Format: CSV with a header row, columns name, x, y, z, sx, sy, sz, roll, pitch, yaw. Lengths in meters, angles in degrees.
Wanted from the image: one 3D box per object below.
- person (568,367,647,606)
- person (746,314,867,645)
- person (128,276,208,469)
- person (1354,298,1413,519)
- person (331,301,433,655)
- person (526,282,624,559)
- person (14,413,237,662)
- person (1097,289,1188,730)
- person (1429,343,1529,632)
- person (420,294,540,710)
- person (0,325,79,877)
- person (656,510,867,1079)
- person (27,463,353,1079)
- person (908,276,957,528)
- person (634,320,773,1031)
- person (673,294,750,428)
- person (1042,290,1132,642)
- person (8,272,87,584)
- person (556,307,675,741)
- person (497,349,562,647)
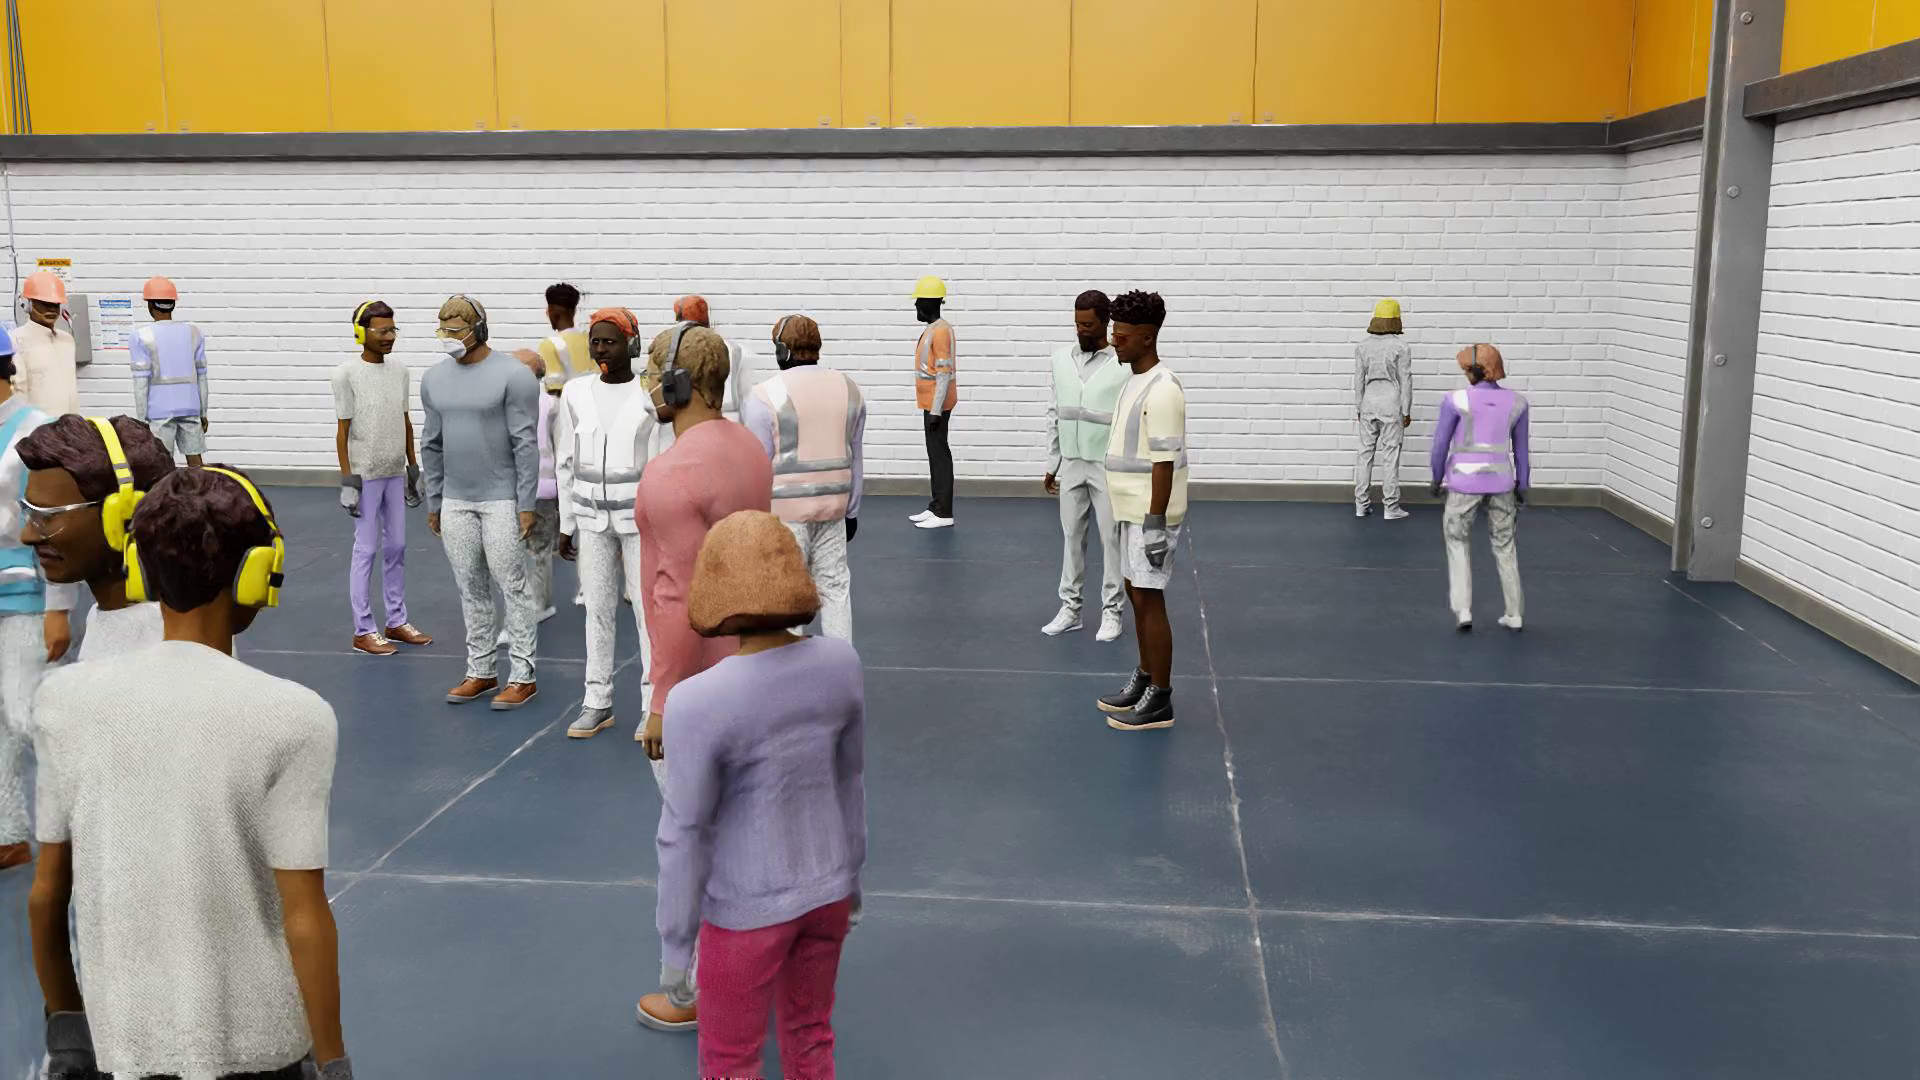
name,x,y,z,sx,sy,sz,roll,pitch,yaw
person,-2.048,-0.437,9.814,0.598,1.720,0.709,-4,11,-24
person,-0.731,-0.122,7.711,0.628,1.835,0.428,-8,12,-37
person,-5.739,-0.939,12.080,0.379,1.938,0.547,8,13,39
person,3.364,-1.039,13.214,0.487,1.744,0.294,8,13,40
person,-3.065,-0.328,8.804,0.332,1.863,0.507,5,11,28
person,-2.620,-0.805,11.412,1.021,1.915,0.623,7,12,33
person,-1.382,0.708,2.881,0.331,1.864,0.505,-10,14,-43
person,0.820,-0.133,7.423,0.374,1.958,0.606,-1,10,-6
person,2.903,-0.285,9.254,0.537,1.617,0.356,-1,10,-7
person,-2.238,-0.175,7.759,0.630,1.929,0.392,4,11,19
person,-3.202,0.195,5.636,0.657,1.925,0.629,4,11,22
person,-0.352,0.752,3.317,0.438,1.620,0.520,10,14,44
person,-1.183,0.811,2.496,0.598,1.814,0.721,0,10,2
person,-0.207,-1.053,12.765,0.369,1.928,0.585,-1,10,-7
person,-0.703,0.374,4.561,0.357,1.938,0.637,2,10,12
person,-1.501,-0.563,10.151,0.610,1.864,0.667,-5,11,-27
person,0.736,-0.408,9.118,0.587,1.913,0.391,6,12,31
person,-5.669,-0.667,10.379,0.392,1.990,0.612,1,10,7
person,-1.477,-0.063,7.222,0.573,1.883,0.354,2,10,11
person,-2.417,-0.252,9.162,0.562,1.586,0.816,-5,11,-26
